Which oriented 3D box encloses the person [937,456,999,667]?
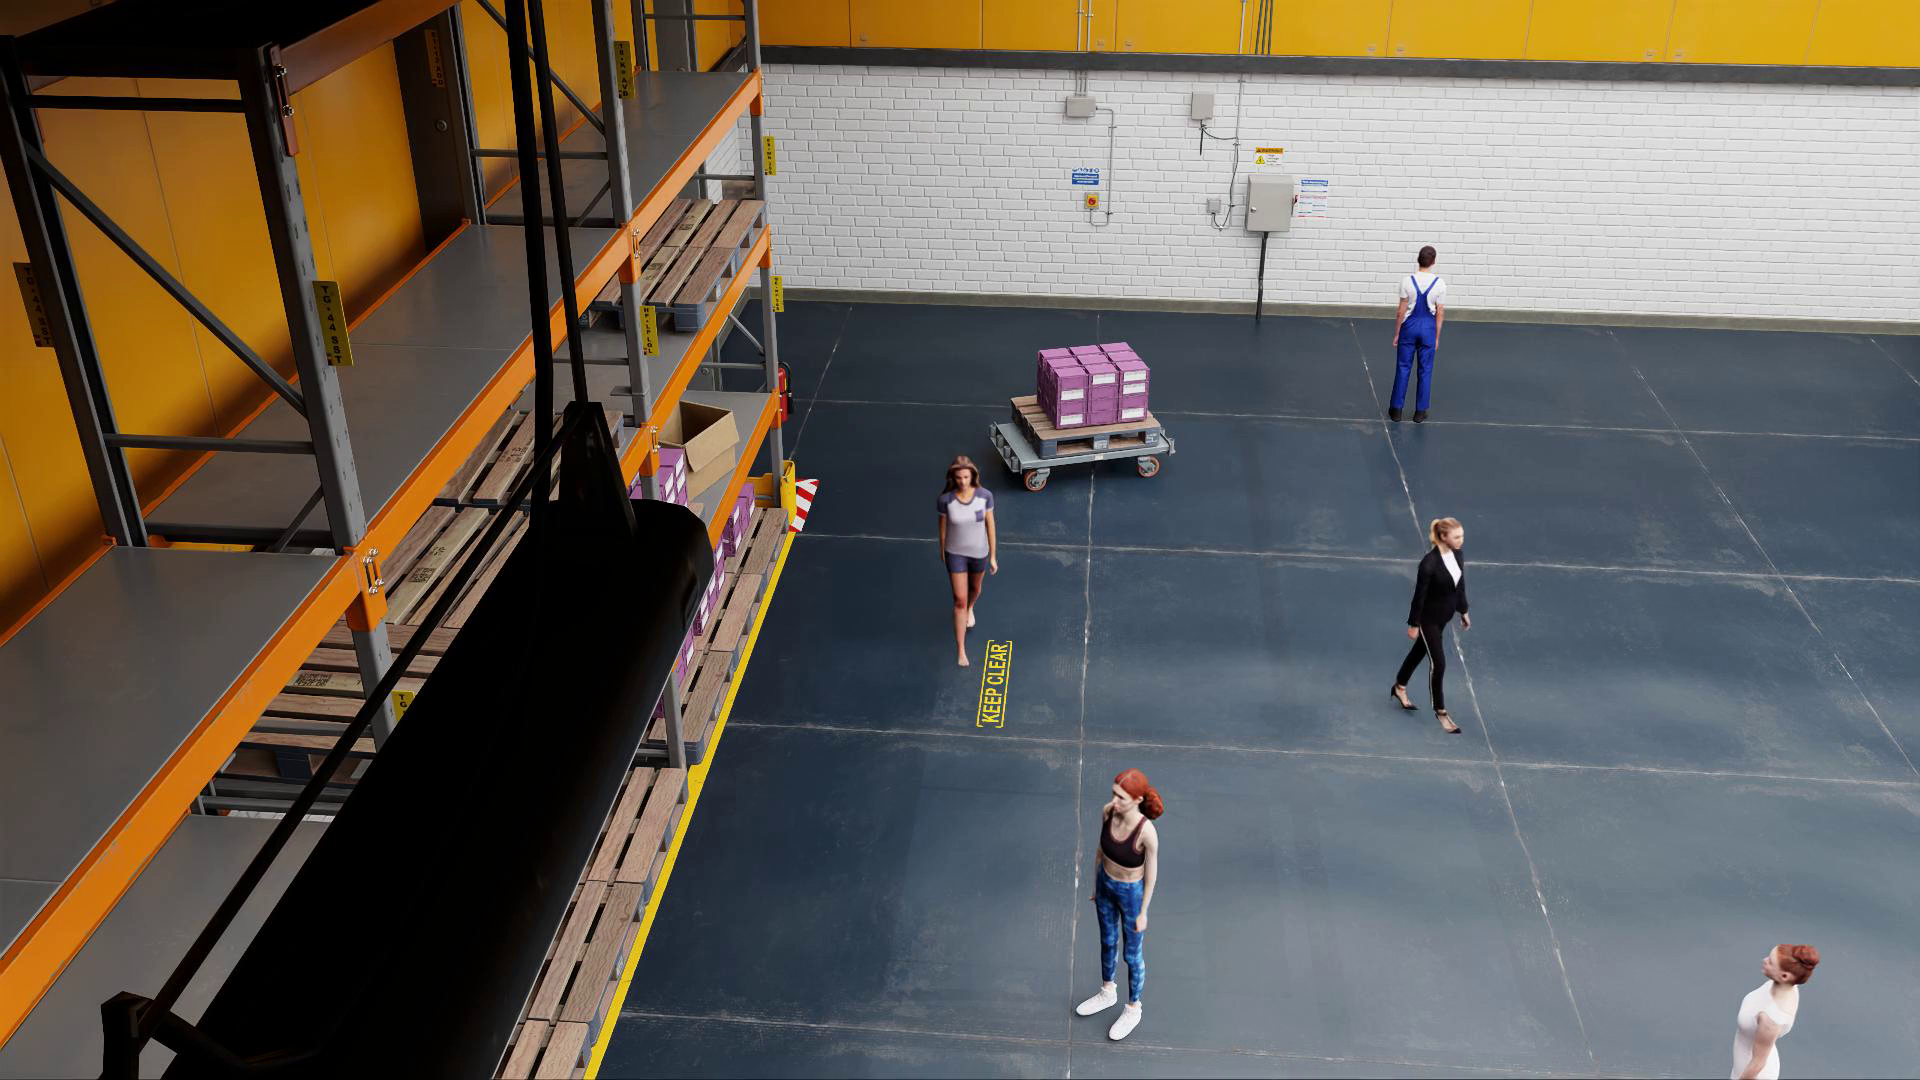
[{"bbox_3d":[0.060,0.072,13.139,0.756,1.686,1.122,-3,29,-6],"label":"person"}]

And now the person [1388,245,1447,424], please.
[{"bbox_3d":[4.655,-2.099,16.947,0.668,1.849,0.638,8,30,14],"label":"person"}]

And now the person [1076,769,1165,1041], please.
[{"bbox_3d":[0.920,2.040,9.426,0.744,1.785,0.686,-23,36,-36],"label":"person"}]

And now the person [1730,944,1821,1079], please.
[{"bbox_3d":[3.943,2.673,8.259,0.691,1.792,0.556,16,33,27],"label":"person"}]

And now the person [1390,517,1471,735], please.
[{"bbox_3d":[3.410,0.560,12.250,0.994,1.680,0.955,25,37,38],"label":"person"}]
